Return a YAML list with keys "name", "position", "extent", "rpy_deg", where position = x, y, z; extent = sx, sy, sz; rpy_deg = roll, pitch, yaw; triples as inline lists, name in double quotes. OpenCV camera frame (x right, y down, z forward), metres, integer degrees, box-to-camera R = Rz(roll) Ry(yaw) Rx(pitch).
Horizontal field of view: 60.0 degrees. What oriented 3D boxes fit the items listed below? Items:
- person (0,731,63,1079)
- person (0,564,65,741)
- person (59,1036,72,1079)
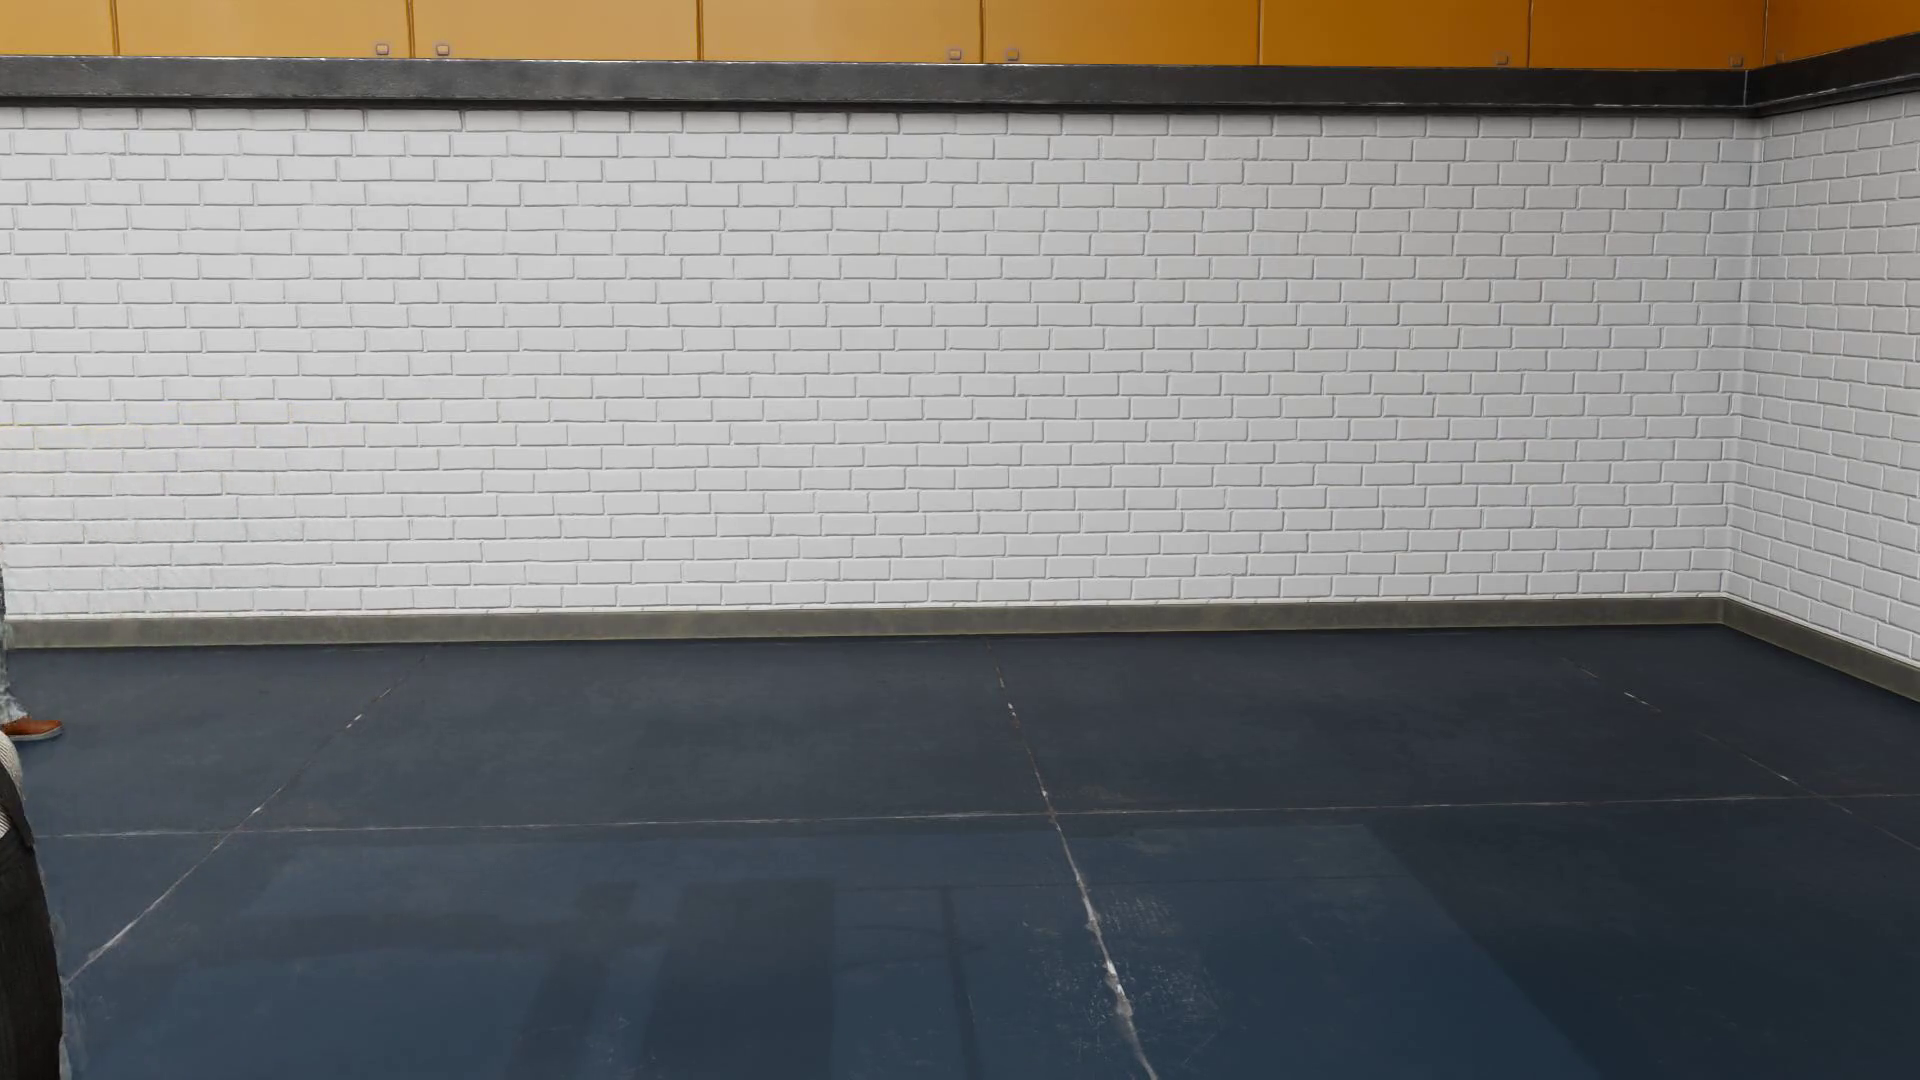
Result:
- name: "person"
  position: [-1.126, 0.822, 1.807]
  extent: [0.345, 1.846, 0.508]
  rpy_deg: [0, 9, 1]
- name: "person"
  position: [-4.252, -0.034, 6.937]
  extent: [0.740, 1.922, 0.664]
  rpy_deg: [-5, 10, -28]
- name: "person"
  position: [-2.096, 0.654, 3.243]
  extent: [0.494, 1.716, 0.721]
  rpy_deg: [4, 10, 26]
